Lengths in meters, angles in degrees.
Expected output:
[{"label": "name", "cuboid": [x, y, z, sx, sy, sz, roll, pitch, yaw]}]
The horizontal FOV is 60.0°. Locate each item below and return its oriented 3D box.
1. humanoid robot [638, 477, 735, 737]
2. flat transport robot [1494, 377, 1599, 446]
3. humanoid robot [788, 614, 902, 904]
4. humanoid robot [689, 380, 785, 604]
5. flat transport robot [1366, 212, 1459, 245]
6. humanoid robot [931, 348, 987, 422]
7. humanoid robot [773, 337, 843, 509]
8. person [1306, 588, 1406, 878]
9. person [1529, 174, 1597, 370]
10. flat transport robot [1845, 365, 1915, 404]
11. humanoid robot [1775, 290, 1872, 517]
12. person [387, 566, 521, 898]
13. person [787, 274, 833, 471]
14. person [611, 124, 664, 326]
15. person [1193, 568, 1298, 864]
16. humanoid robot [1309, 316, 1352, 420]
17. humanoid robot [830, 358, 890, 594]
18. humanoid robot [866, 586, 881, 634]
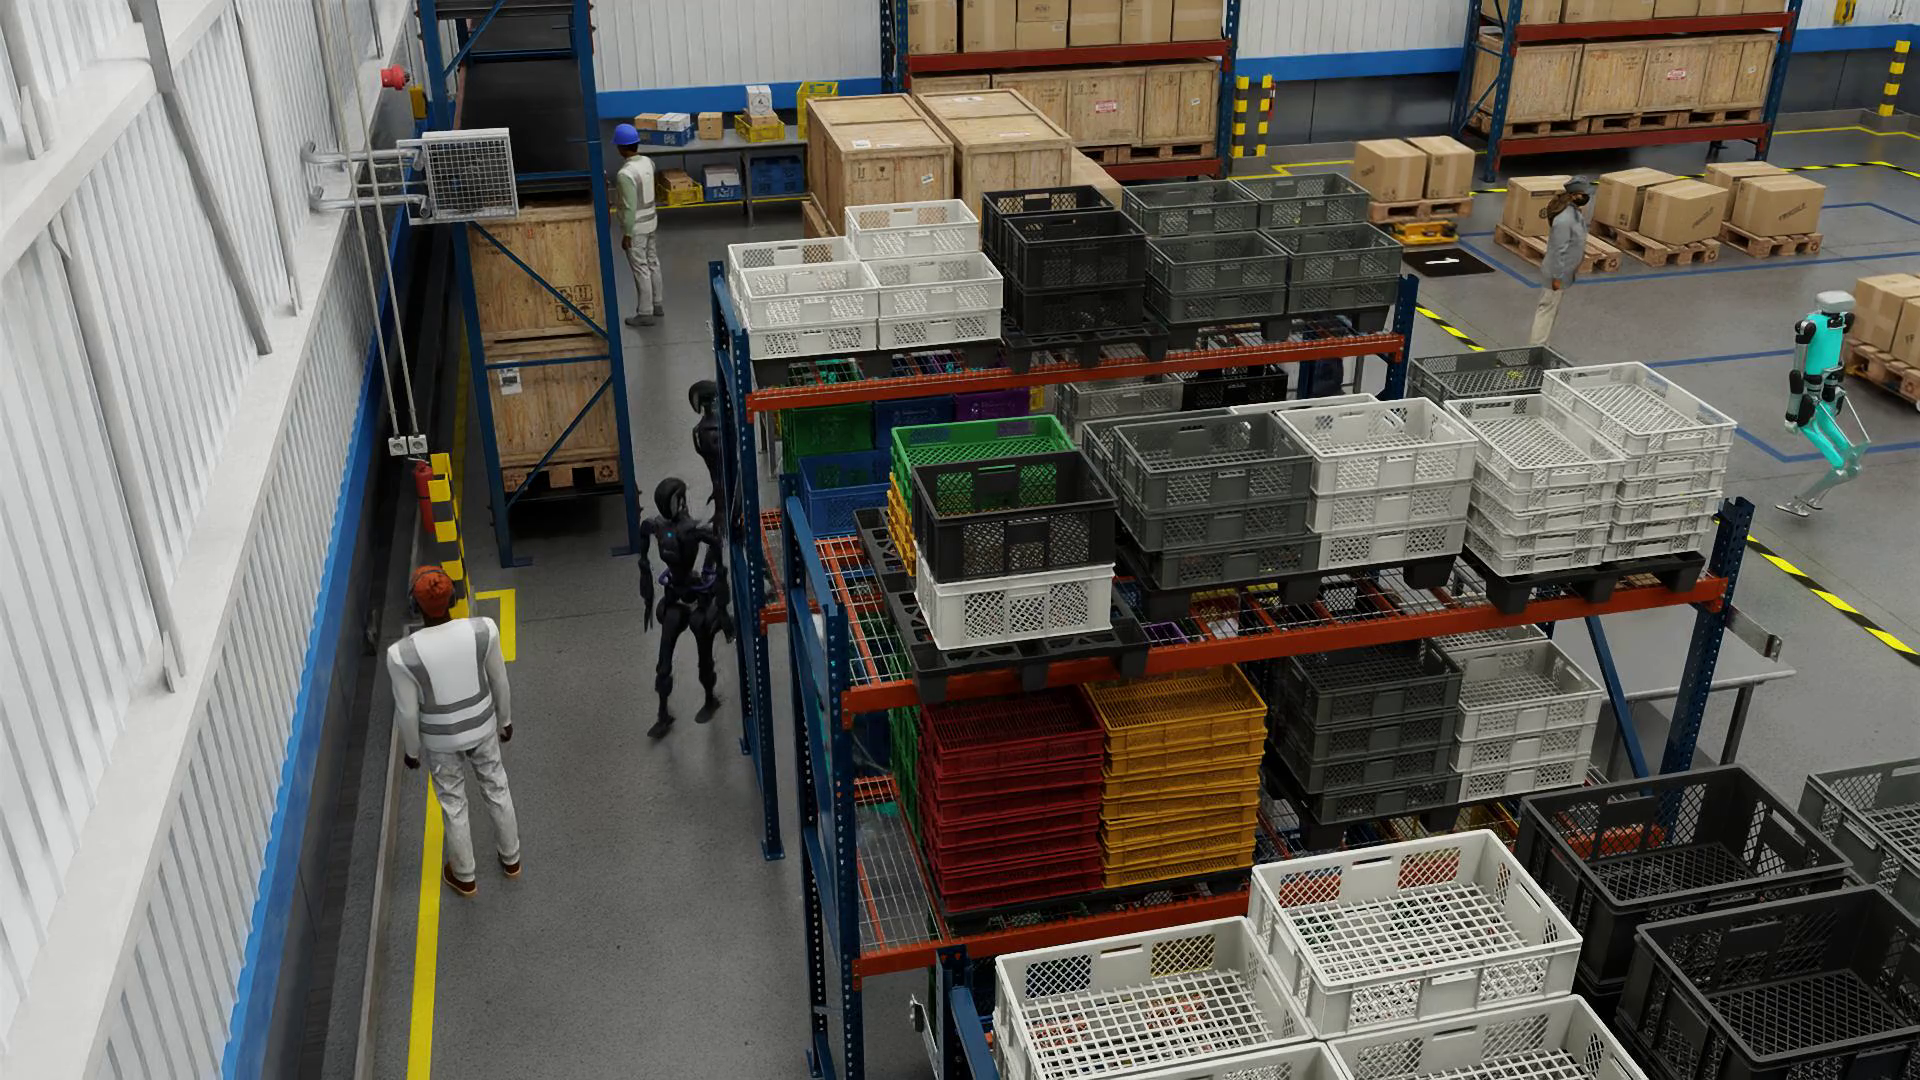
[{"label": "humanoid robot", "cuboid": [-1.616, 0.412, 9.767, 0.612, 1.646, 0.530, 8, 29, 16]}, {"label": "flat transport robot", "cuboid": [4.780, -1.036, 14.013, 0.659, 0.231, 1.431, -6, 28, -12]}, {"label": "humanoid robot", "cuboid": [-0.376, 1.098, 8.409, 0.939, 1.769, 0.558, -10, 30, -19]}, {"label": "humanoid robot", "cuboid": [-1.567, -0.295, 11.139, 0.774, 1.623, 0.601, -7, 29, -12]}, {"label": "flat transport robot", "cuboid": [5.070, -3.686, 19.010, 0.652, 0.197, 1.431, -6, 28, -12]}, {"label": "humanoid robot", "cuboid": [0.114, -0.570, 11.452, 0.530, 1.696, 0.742, -12, 30, -21]}, {"label": "humanoid robot", "cuboid": [-1.006, -0.585, 11.674, 0.544, 1.870, 0.711, 19, 33, 32]}, {"label": "person", "cuboid": [2.024, 1.068, 8.348, 0.617, 1.836, 0.431, -1, 28, -2]}, {"label": "person", "cuboid": [5.430, -2.441, 15.064, 0.398, 1.769, 0.568, 14, 31, 25]}, {"label": "flat transport robot", "cuboid": [8.517, -1.382, 14.638, 0.652, 0.197, 1.431, -6, 28, -12]}, {"label": "humanoid robot", "cuboid": [6.374, -0.938, 12.107, 0.533, 1.677, 0.735, -14, 31, -25]}, {"label": "person", "cuboid": [-2.551, 0.978, 8.459, 0.572, 1.883, 0.354, -17, 32, -29]}, {"label": "person", "cuboid": [-0.952, -0.931, 11.922, 0.604, 2.035, 0.386, 21, 34, 34]}, {"label": "person", "cuboid": [-3.102, -3.022, 15.982, 0.392, 1.943, 0.615, 6, 28, 11]}, {"label": "person", "cuboid": [1.484, 0.923, 8.622, 0.598, 1.825, 0.404, 3, 28, 5]}, {"label": "humanoid robot", "cuboid": [2.881, -1.324, 13.121, 0.840, 1.621, 0.602, 1, 28, 2]}, {"label": "humanoid robot", "cuboid": [-0.501, -0.378, 11.155, 0.706, 1.762, 0.530, 23, 35, 36]}, {"label": "humanoid robot", "cuboid": [-0.443, 0.107, 10.388, 0.774, 1.638, 0.611, -8, 29, -15]}]
